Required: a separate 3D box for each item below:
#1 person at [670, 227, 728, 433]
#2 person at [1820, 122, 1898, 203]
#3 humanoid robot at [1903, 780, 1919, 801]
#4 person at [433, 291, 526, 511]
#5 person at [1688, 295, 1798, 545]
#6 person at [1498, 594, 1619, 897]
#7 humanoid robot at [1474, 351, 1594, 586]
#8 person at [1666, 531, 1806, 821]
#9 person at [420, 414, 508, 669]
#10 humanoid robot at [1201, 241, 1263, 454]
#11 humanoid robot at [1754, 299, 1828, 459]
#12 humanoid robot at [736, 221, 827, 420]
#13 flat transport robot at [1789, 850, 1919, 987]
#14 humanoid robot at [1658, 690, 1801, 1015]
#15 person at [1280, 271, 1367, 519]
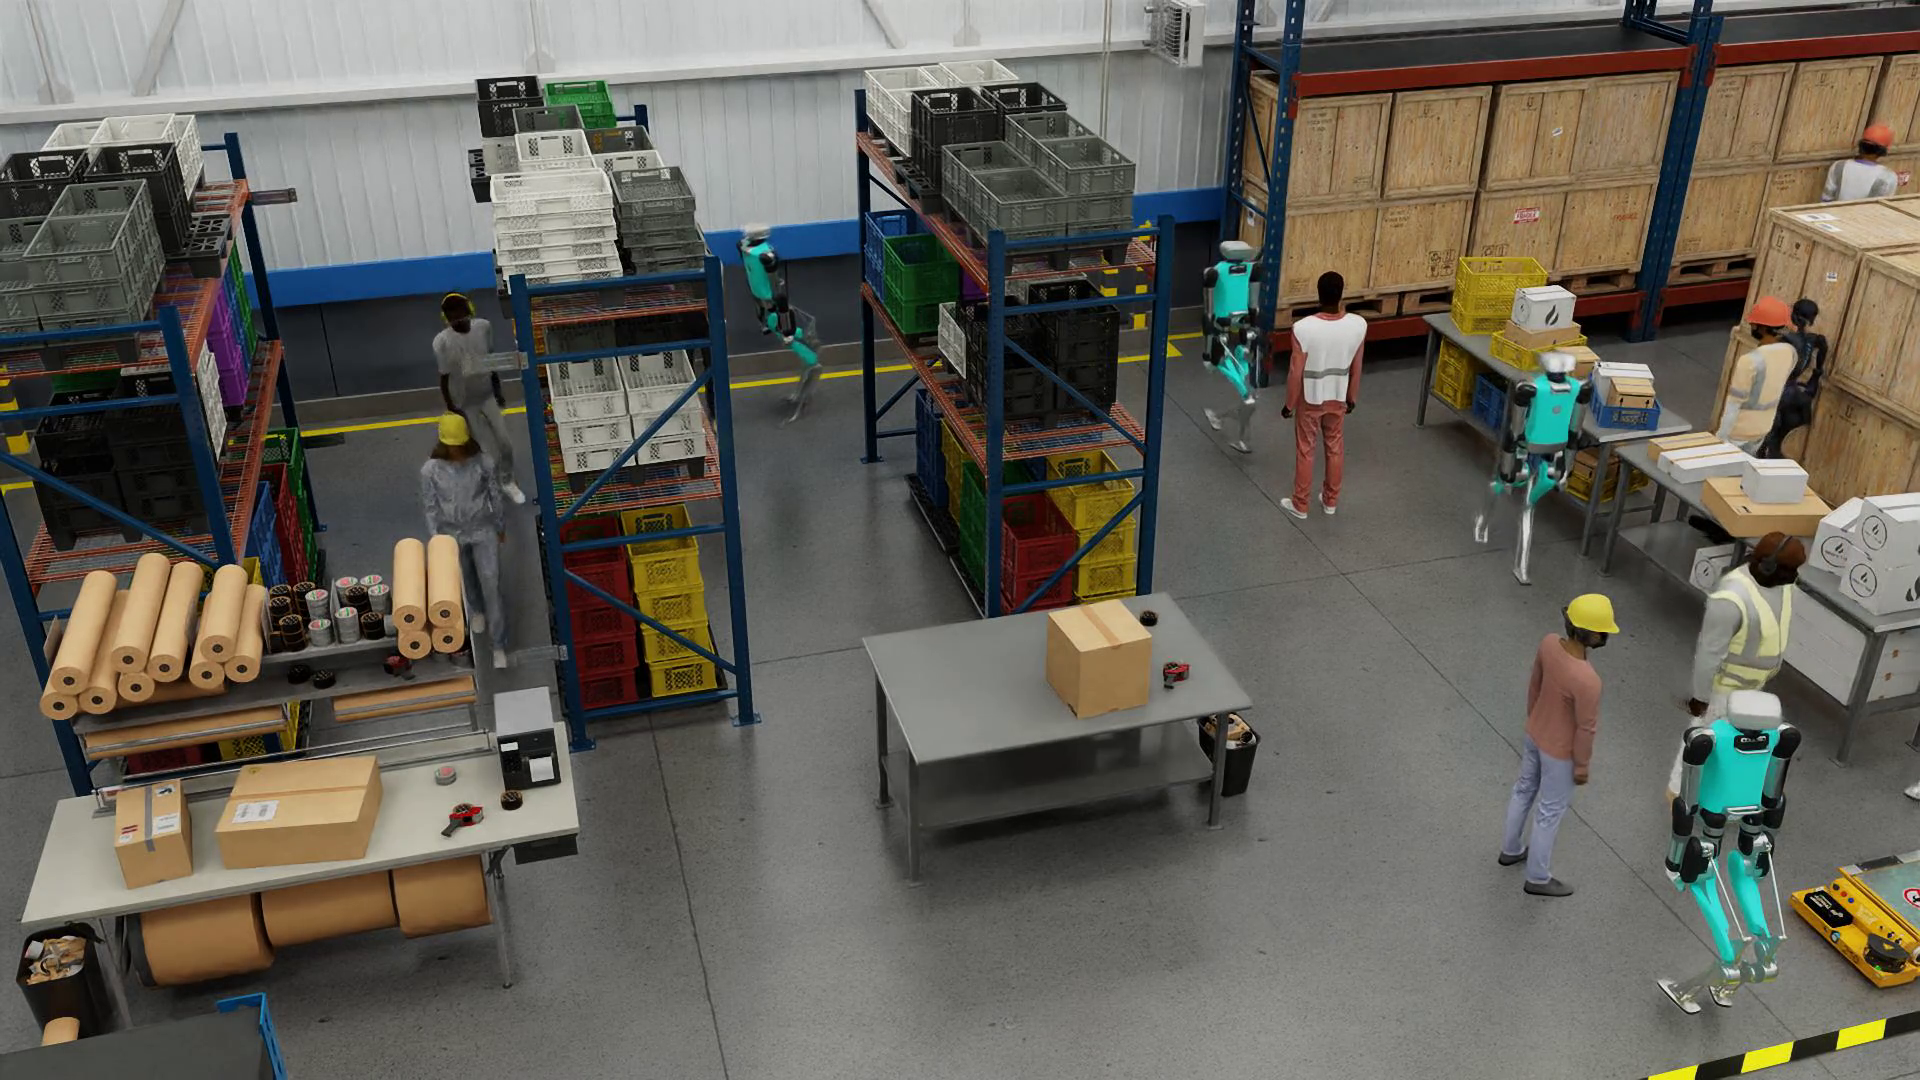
[{"bbox_3d":[-2.197,-1.733,13.696,0.573,1.839,0.381,-5,29,-9],"label":"person"},{"bbox_3d":[8.343,-2.894,15.593,0.613,2.041,0.392,24,37,37],"label":"person"},{"bbox_3d":[5.935,0.684,9.452,1.045,1.764,0.552,-17,33,-28],"label":"humanoid robot"},{"bbox_3d":[-3.618,-1.029,12.411,0.473,1.826,0.561,25,37,37],"label":"person"},{"bbox_3d":[5.630,-0.850,11.983,0.562,1.927,0.493,-13,31,-22],"label":"person"},{"bbox_3d":[3.131,1.055,8.689,0.326,1.764,0.524,-5,29,-10],"label":"person"},{"bbox_3d":[3.971,-0.613,11.780,0.540,1.794,0.919,-2,29,-4],"label":"humanoid robot"},{"bbox_3d":[4.269,0.749,9.199,0.652,1.819,0.433,-19,34,-31],"label":"person"},{"bbox_3d":[-3.167,-0.027,10.720,0.486,1.696,0.903,-6,29,-10],"label":"person"},{"bbox_3d":[2.264,-1.465,13.331,0.538,1.736,1.028,-12,31,-20],"label":"humanoid robot"},{"bbox_3d":[6.187,-1.022,12.558,0.610,1.654,0.315,-6,29,-11],"label":"humanoid robot"},{"bbox_3d":[-1.412,-1.878,14.050,0.839,1.751,0.552,-18,34,-30],"label":"humanoid robot"},{"bbox_3d":[5.163,1.916,8.676,1.431,0.231,0.659,-8,30,-14],"label":"flat transport robot"},{"bbox_3d":[3.610,1.546,7.685,0.533,1.676,0.735,-3,29,-5],"label":"humanoid robot"},{"bbox_3d":[2.691,-1.060,12.380,0.589,1.916,0.390,-7,29,-12],"label":"person"}]
